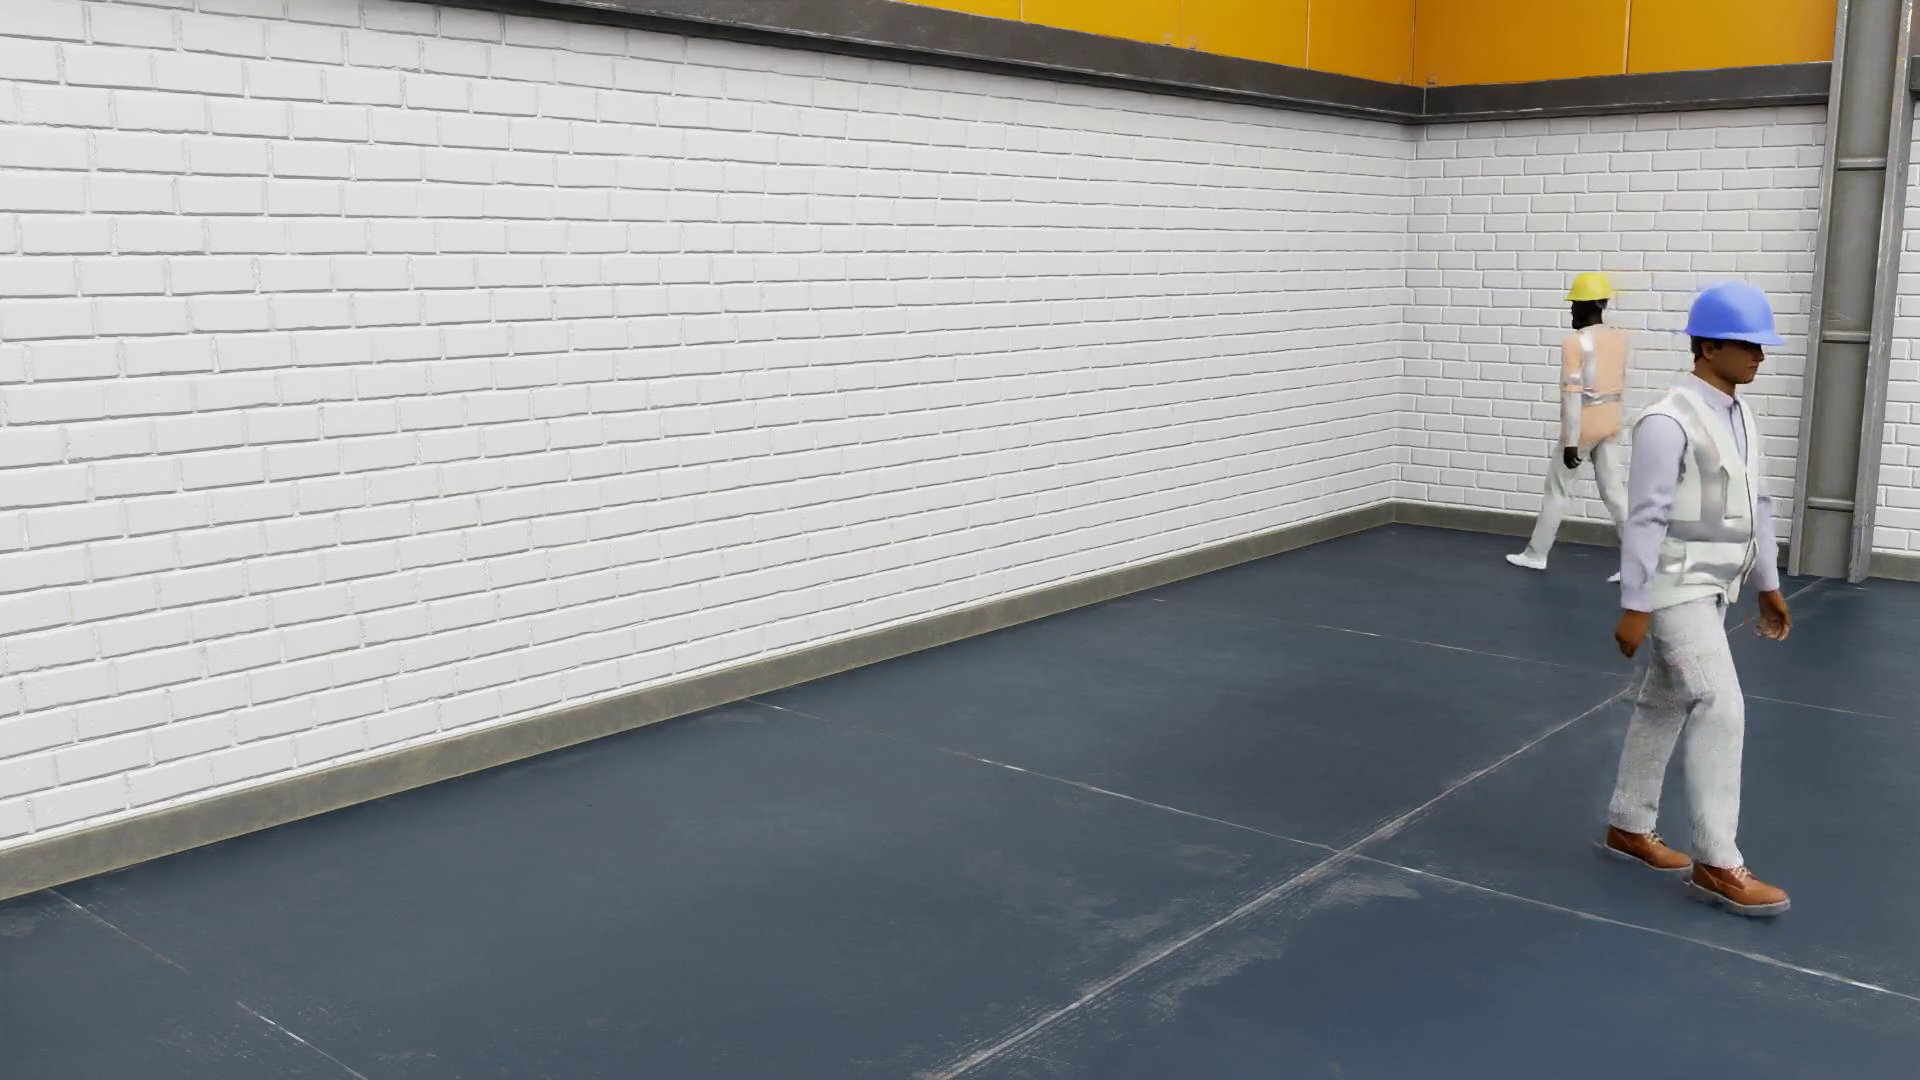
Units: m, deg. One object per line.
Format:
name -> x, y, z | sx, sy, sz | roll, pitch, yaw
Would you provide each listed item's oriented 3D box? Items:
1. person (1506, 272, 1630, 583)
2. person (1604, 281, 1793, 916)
person -> 3.852, -0.682, 10.141 | 0.600, 1.887, 1.002 | -6, 12, -30
person -> 2.389, 0.173, 5.155 | 0.793, 1.920, 0.611 | 10, 14, 44
